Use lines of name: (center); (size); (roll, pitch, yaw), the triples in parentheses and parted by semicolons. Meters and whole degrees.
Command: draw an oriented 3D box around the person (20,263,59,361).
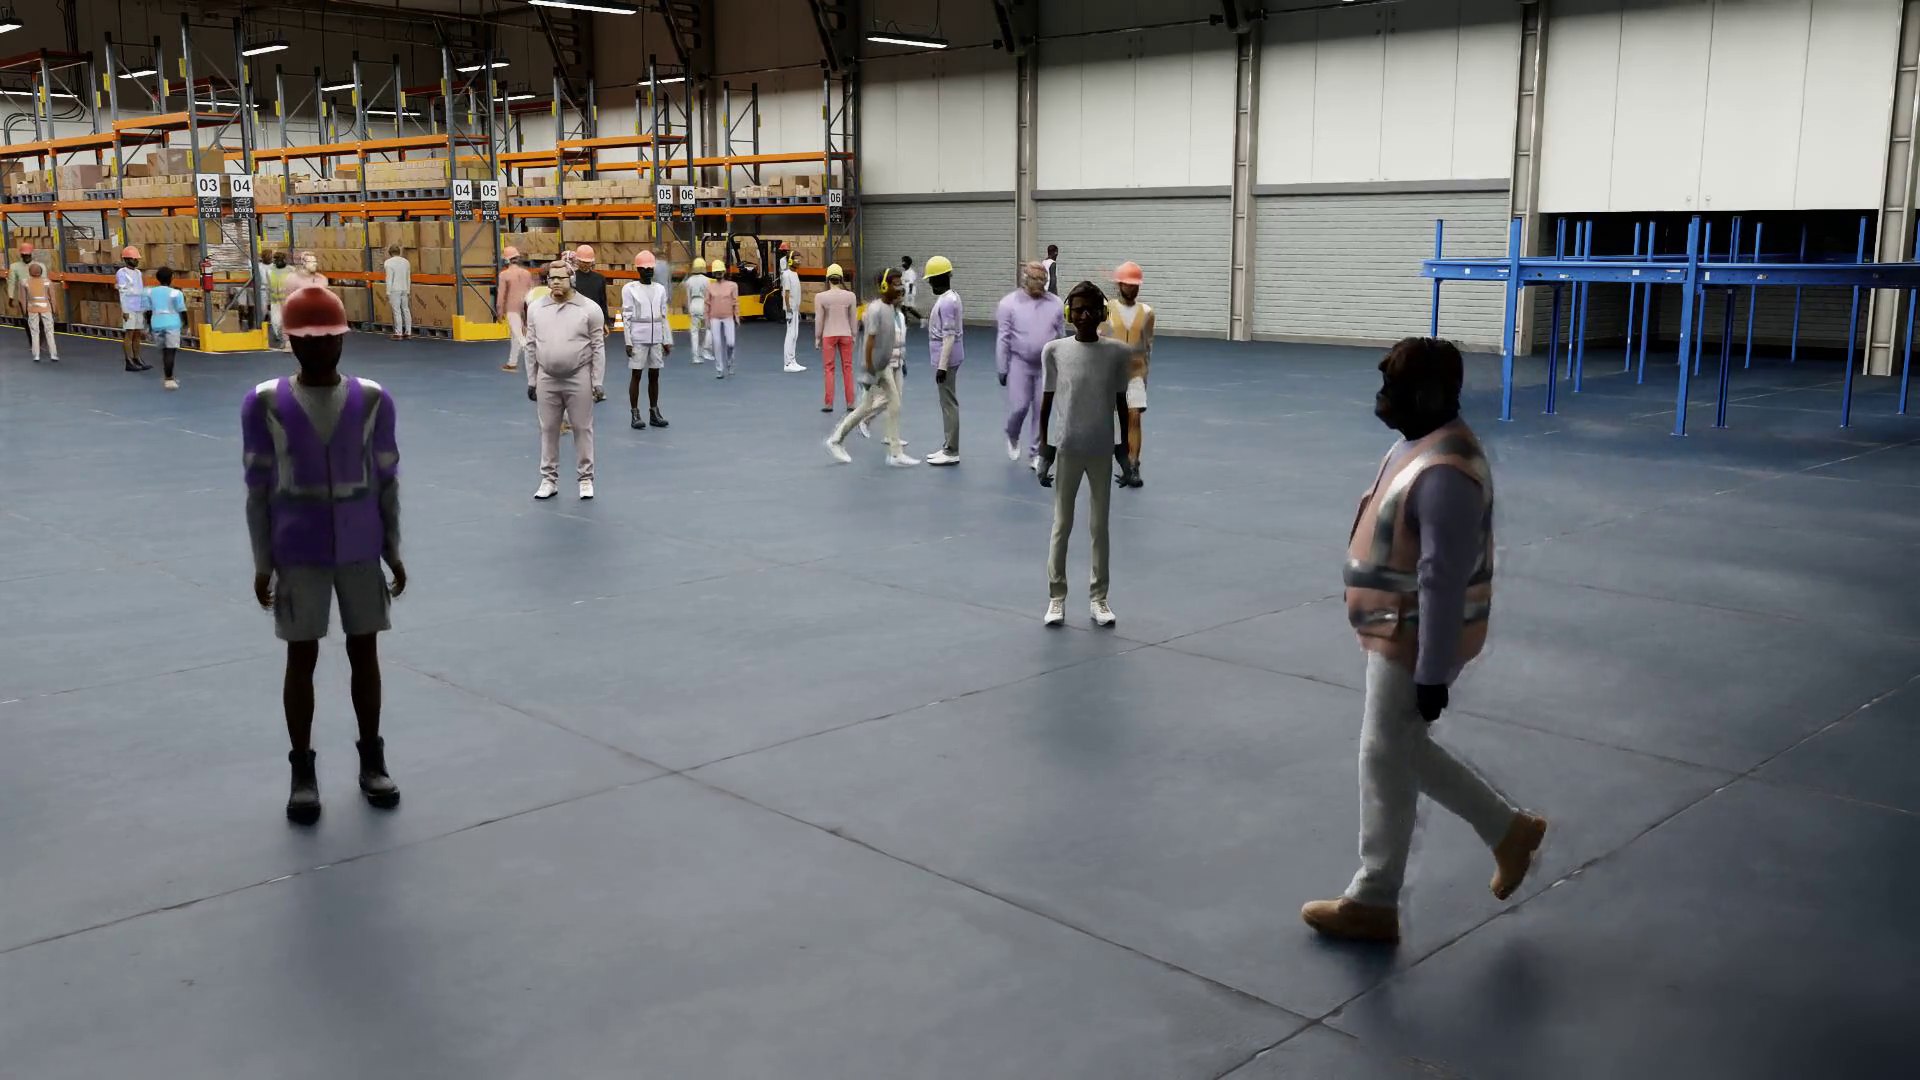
person: (-15.508, -3.832, 28.025); (0.523, 1.636, 0.310); (-5, 11, -24)

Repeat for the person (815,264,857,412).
person: (-1.494, -2.432, 20.040); (0.523, 1.769, 0.316); (-3, 11, -16)

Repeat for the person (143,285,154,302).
person: (-22.082, -6.996, 45.360); (0.745, 1.612, 0.503); (-8, 13, -38)

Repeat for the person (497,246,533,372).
person: (-6.792, -3.545, 25.629); (0.986, 1.955, 0.619); (7, 12, 33)

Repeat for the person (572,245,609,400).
person: (-4.802, -2.781, 21.342); (0.609, 1.985, 0.394); (-6, 12, -30)

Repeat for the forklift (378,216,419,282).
forklift: (-17.868, -9.201, 54.028); (1.873, 2.768, 1.129); (-10, 14, -44)

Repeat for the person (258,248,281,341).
person: (-14.053, -4.985, 33.726); (0.581, 1.858, 0.807); (-7, 13, -34)

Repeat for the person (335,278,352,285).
person: (-15.672, -6.542, 42.119); (0.572, 1.887, 0.356); (-5, 11, -24)

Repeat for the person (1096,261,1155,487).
person: (1.403, -1.457, 14.387); (0.539, 1.904, 0.982); (-1, 10, -5)

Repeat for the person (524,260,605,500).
person: (-3.186, -1.284, 13.389); (0.637, 1.911, 0.403); (0, 10, 1)

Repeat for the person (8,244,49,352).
person: (-16.914, -4.383, 30.196); (0.638, 1.938, 1.025); (-4, 11, -19)

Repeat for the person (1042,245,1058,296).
person: (1.845, -5.139, 34.403); (0.398, 1.913, 0.588); (-3, 11, -17)

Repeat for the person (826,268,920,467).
person: (-0.838, -1.593, 15.343); (0.868, 1.827, 0.548); (4, 11, 21)

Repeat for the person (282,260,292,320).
person: (-13.976, -5.016, 34.584); (0.505, 1.606, 0.768); (-5, 12, -25)

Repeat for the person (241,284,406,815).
person: (-2.317, 0.038, 6.108); (0.549, 1.936, 0.371); (-6, 12, -28)

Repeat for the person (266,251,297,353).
person: (-12.311, -4.335, 30.271); (0.628, 1.831, 0.470); (0, 10, 2)

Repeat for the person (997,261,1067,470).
person: (0.649, -1.585, 15.106); (0.646, 1.890, 0.515); (-2, 11, -13)

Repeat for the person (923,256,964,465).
person: (-0.155, -1.663, 15.435); (0.380, 1.917, 0.586); (0, 10, 1)

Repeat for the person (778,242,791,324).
person: (-4.196, -6.191, 40.059); (0.353, 1.942, 0.545); (4, 11, 21)

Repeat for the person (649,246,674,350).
person: (-5.721, -4.500, 30.976); (0.959, 1.892, 0.630); (4, 11, 22)

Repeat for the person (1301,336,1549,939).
person: (1.420, 0.301, 4.977); (0.661, 1.825, 0.638); (2, 11, 11)

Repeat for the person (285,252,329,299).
person: (-8.773, -2.967, 22.647); (0.690, 1.885, 0.659); (4, 11, 23)

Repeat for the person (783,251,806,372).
person: (-2.599, -3.577, 26.008); (0.314, 1.866, 0.537); (2, 11, 11)

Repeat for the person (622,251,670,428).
person: (-3.458, -2.217, 18.394); (0.543, 1.939, 0.362); (-9, 13, -39)

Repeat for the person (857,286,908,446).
person: (-0.759, -1.762, 16.760); (0.445, 1.619, 0.521); (5, 12, 27)

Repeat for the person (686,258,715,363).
person: (-4.305, -3.838, 27.786); (0.513, 1.721, 0.555); (5, 11, 24)

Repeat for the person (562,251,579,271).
person: (-5.149, -2.892, 22.178); (0.400, 1.905, 0.643); (-4, 11, -19)

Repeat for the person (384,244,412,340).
person: (-11.397, -5.028, 33.727); (0.351, 1.936, 0.634); (5, 12, 27)

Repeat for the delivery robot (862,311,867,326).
delivery robot: (-1.946, -4.889, 36.605); (0.477, 0.478, 0.707); (-3, 11, -13)

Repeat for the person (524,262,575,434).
person: (-4.302, -2.041, 17.756); (0.653, 1.823, 0.431); (2, 11, 9)

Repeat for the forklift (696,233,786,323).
forklift: (-5.496, -6.489, 41.108); (2.313, 2.155, 1.214); (-10, 14, -44)

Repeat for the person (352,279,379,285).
person: (-14.488, -6.229, 40.669); (0.931, 1.784, 0.621); (9, 14, 42)

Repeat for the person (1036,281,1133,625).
person: (0.679, -0.464, 9.041); (0.532, 1.864, 0.311); (-1, 10, -3)

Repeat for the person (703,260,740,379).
person: (-3.541, -3.279, 24.701); (0.545, 1.747, 0.372); (-1, 10, -4)

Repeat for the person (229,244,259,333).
person: (-14.434, -5.053, 33.636); (0.610, 2.029, 0.429); (-9, 14, -40)

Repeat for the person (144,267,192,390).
person: (-10.893, -2.929, 22.982); (0.555, 1.665, 0.727); (1, 10, 3)

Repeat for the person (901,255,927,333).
person: (-1.079, -5.366, 36.277); (0.567, 1.674, 0.535); (-5, 11, -25)

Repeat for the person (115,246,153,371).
person: (-12.987, -3.642, 26.165); (0.379, 1.938, 0.547); (1, 10, 5)
